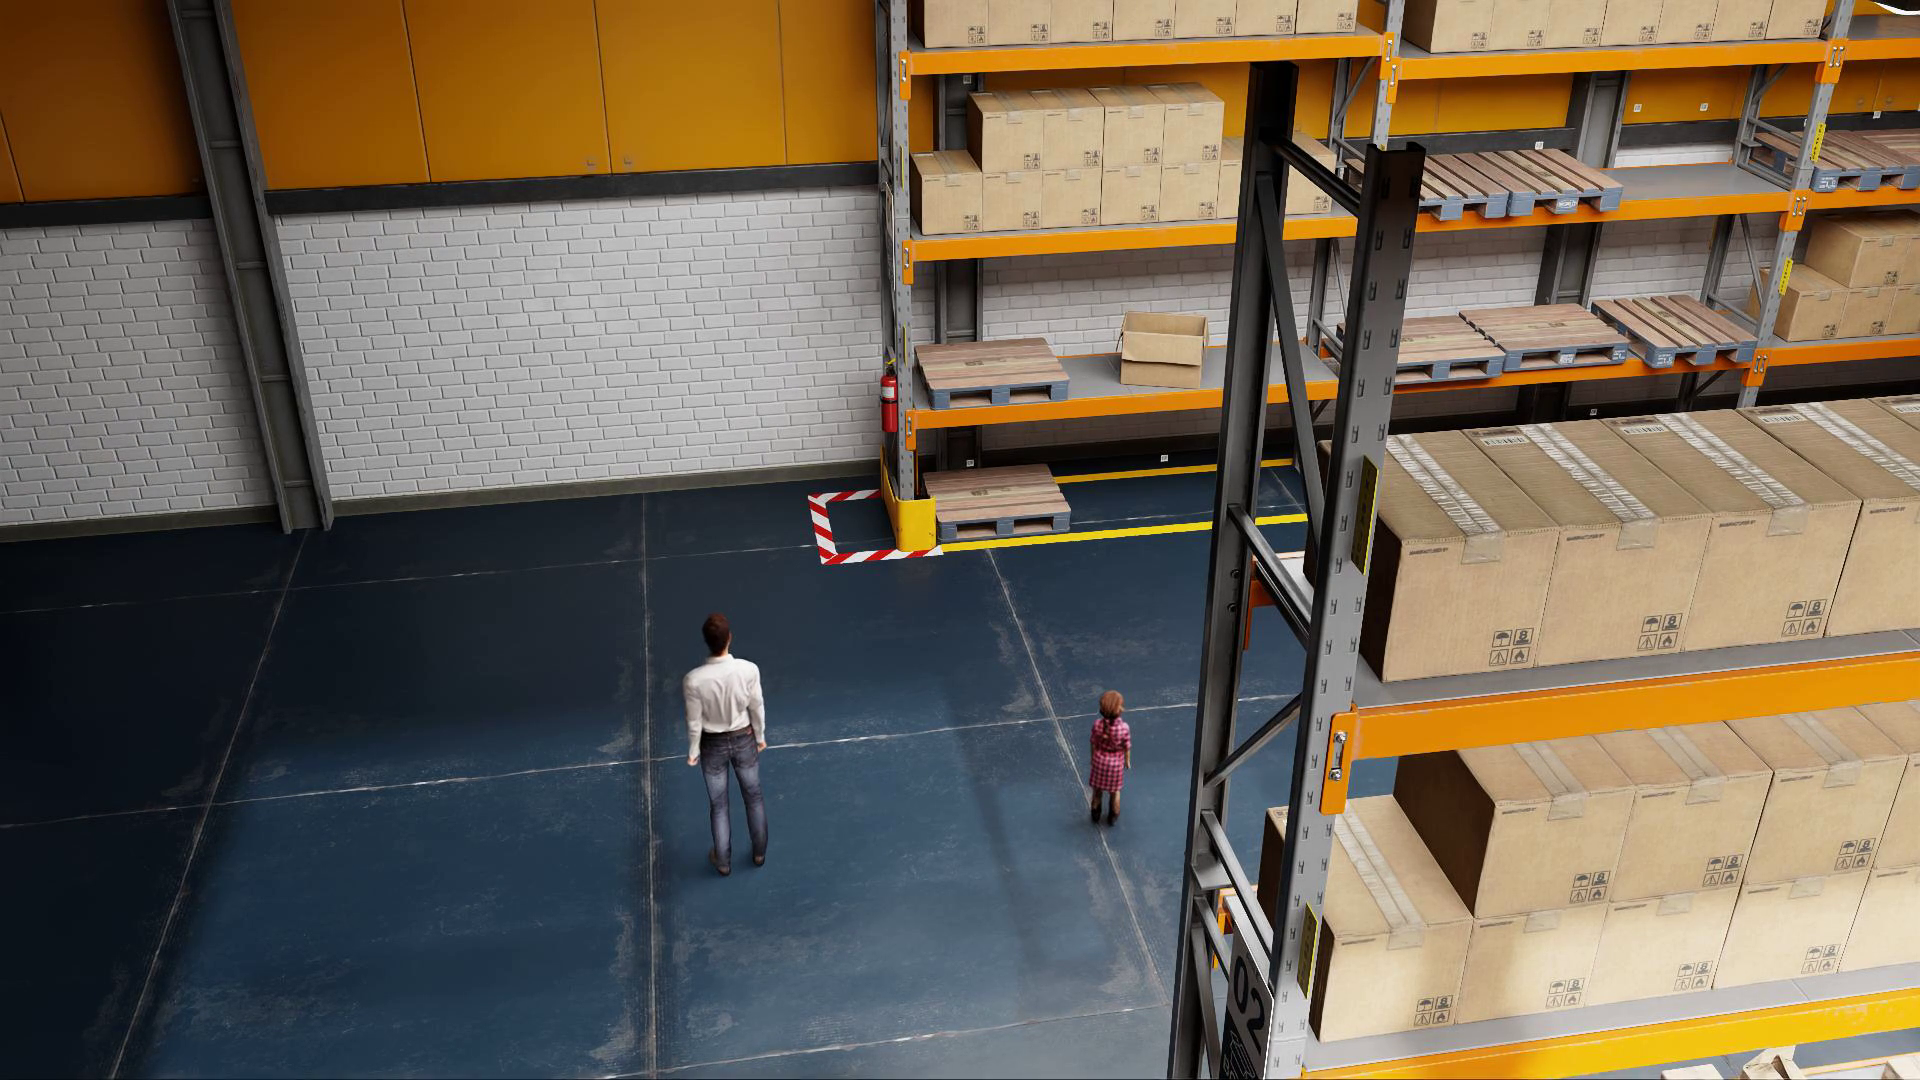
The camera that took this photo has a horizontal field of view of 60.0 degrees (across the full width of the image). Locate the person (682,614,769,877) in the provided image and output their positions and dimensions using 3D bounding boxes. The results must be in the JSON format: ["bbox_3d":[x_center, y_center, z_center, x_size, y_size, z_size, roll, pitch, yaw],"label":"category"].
[{"bbox_3d":[-1.462,1.304,10.525,0.531,1.867,0.756,-10,30,-17],"label":"person"}]

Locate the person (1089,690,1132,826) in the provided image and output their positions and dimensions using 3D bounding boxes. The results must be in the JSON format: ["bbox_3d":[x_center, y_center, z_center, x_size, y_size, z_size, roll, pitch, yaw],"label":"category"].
[{"bbox_3d":[0.990,1.456,11.129,0.460,1.021,0.546,6,29,11],"label":"person"}]
